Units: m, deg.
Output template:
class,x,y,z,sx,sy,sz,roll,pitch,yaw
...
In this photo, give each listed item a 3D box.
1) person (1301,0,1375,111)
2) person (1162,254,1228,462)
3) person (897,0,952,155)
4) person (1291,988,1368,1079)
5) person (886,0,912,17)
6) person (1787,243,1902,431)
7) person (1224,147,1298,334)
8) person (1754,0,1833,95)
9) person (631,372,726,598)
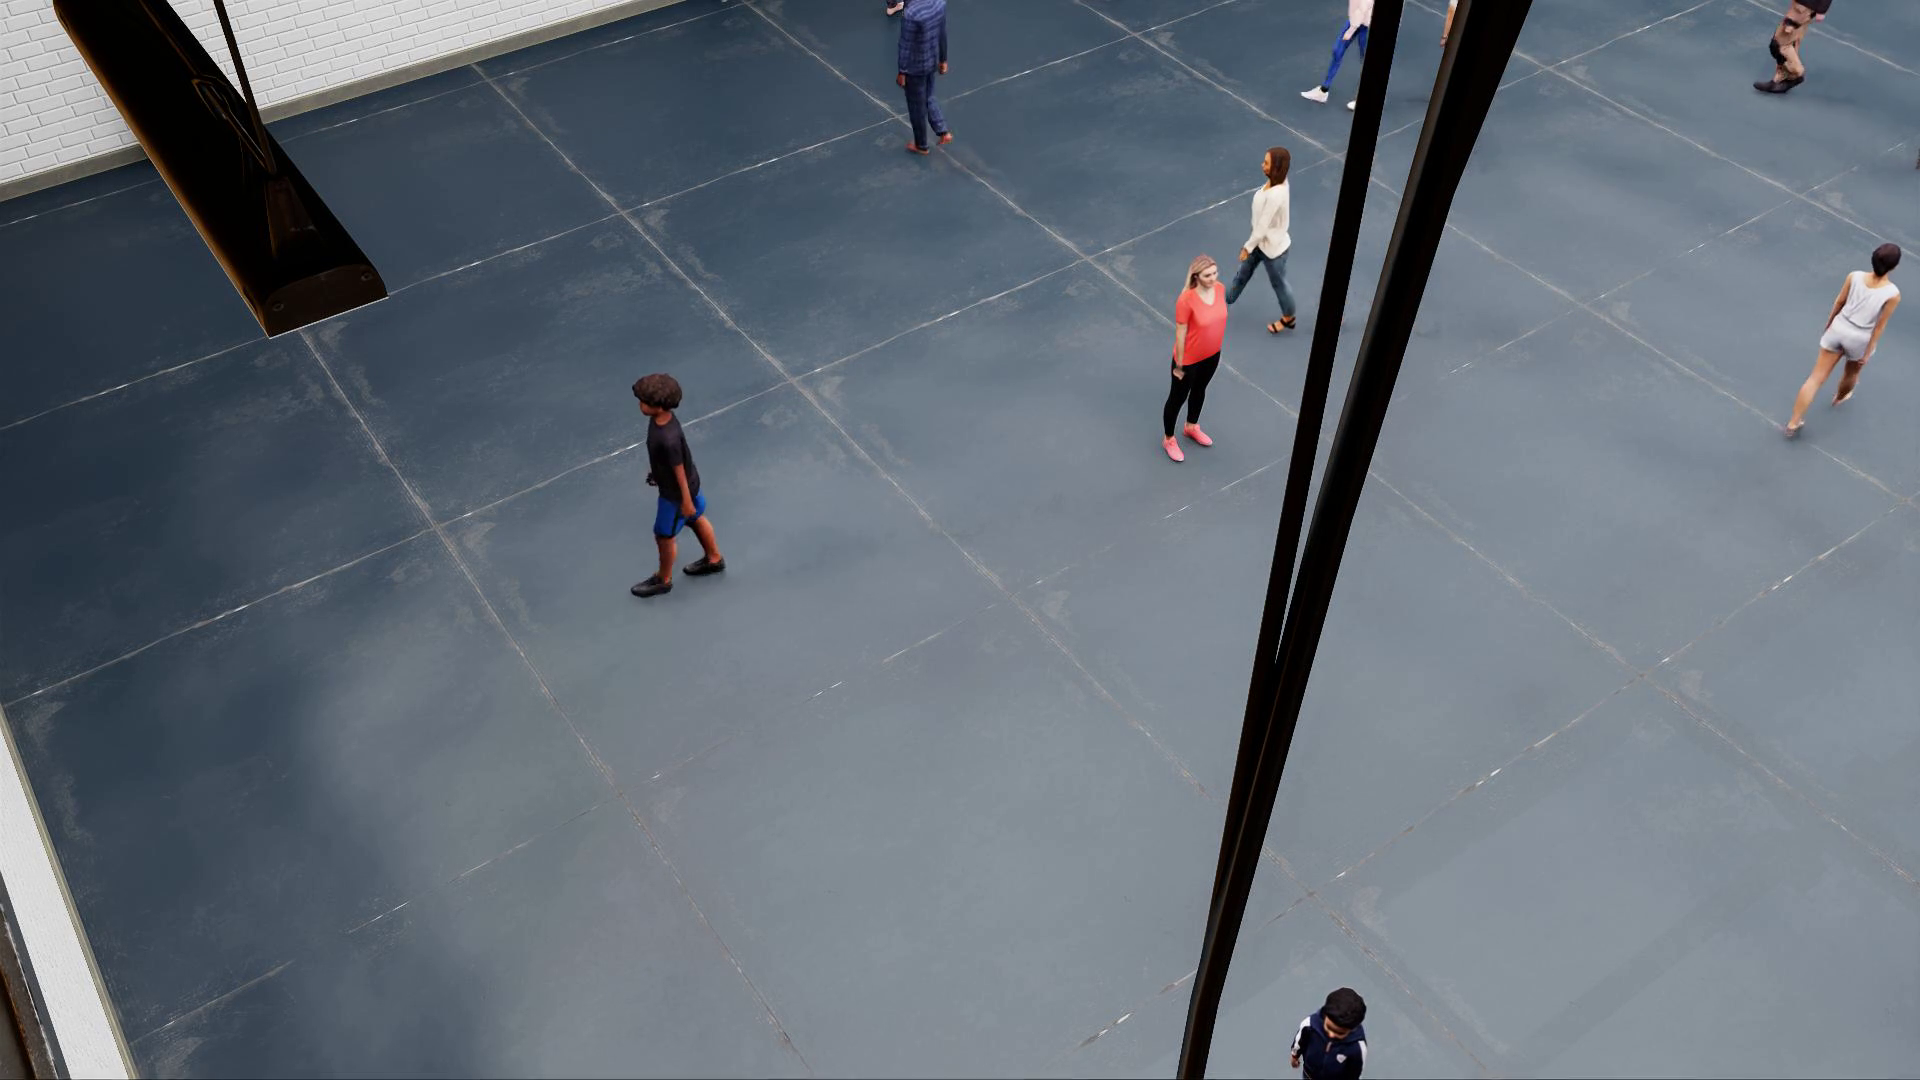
class,x,y,z,sx,sy,sz,roll,pitch,yaw
person,3.927,-4.898,15.851,1.038,1.738,0.885,-6,44,-6
person,1.713,-1.358,12.166,0.466,1.695,0.650,-28,50,-26
person,-0.299,-4.308,15.181,0.814,1.807,0.735,32,52,29
person,1.846,2.627,8.326,0.571,1.221,0.566,25,49,24
person,-0.613,-6.319,17.280,0.749,1.823,0.681,30,51,28
person,6.576,-1.467,12.374,1.108,1.566,0.676,-32,52,-29
person,2.552,-2.347,13.237,1.122,1.649,1.019,3,44,3
person,8.234,-5.175,16.015,0.908,1.914,0.852,5,44,5
person,-1.799,-0.385,11.088,0.991,1.773,0.800,-12,45,-12
